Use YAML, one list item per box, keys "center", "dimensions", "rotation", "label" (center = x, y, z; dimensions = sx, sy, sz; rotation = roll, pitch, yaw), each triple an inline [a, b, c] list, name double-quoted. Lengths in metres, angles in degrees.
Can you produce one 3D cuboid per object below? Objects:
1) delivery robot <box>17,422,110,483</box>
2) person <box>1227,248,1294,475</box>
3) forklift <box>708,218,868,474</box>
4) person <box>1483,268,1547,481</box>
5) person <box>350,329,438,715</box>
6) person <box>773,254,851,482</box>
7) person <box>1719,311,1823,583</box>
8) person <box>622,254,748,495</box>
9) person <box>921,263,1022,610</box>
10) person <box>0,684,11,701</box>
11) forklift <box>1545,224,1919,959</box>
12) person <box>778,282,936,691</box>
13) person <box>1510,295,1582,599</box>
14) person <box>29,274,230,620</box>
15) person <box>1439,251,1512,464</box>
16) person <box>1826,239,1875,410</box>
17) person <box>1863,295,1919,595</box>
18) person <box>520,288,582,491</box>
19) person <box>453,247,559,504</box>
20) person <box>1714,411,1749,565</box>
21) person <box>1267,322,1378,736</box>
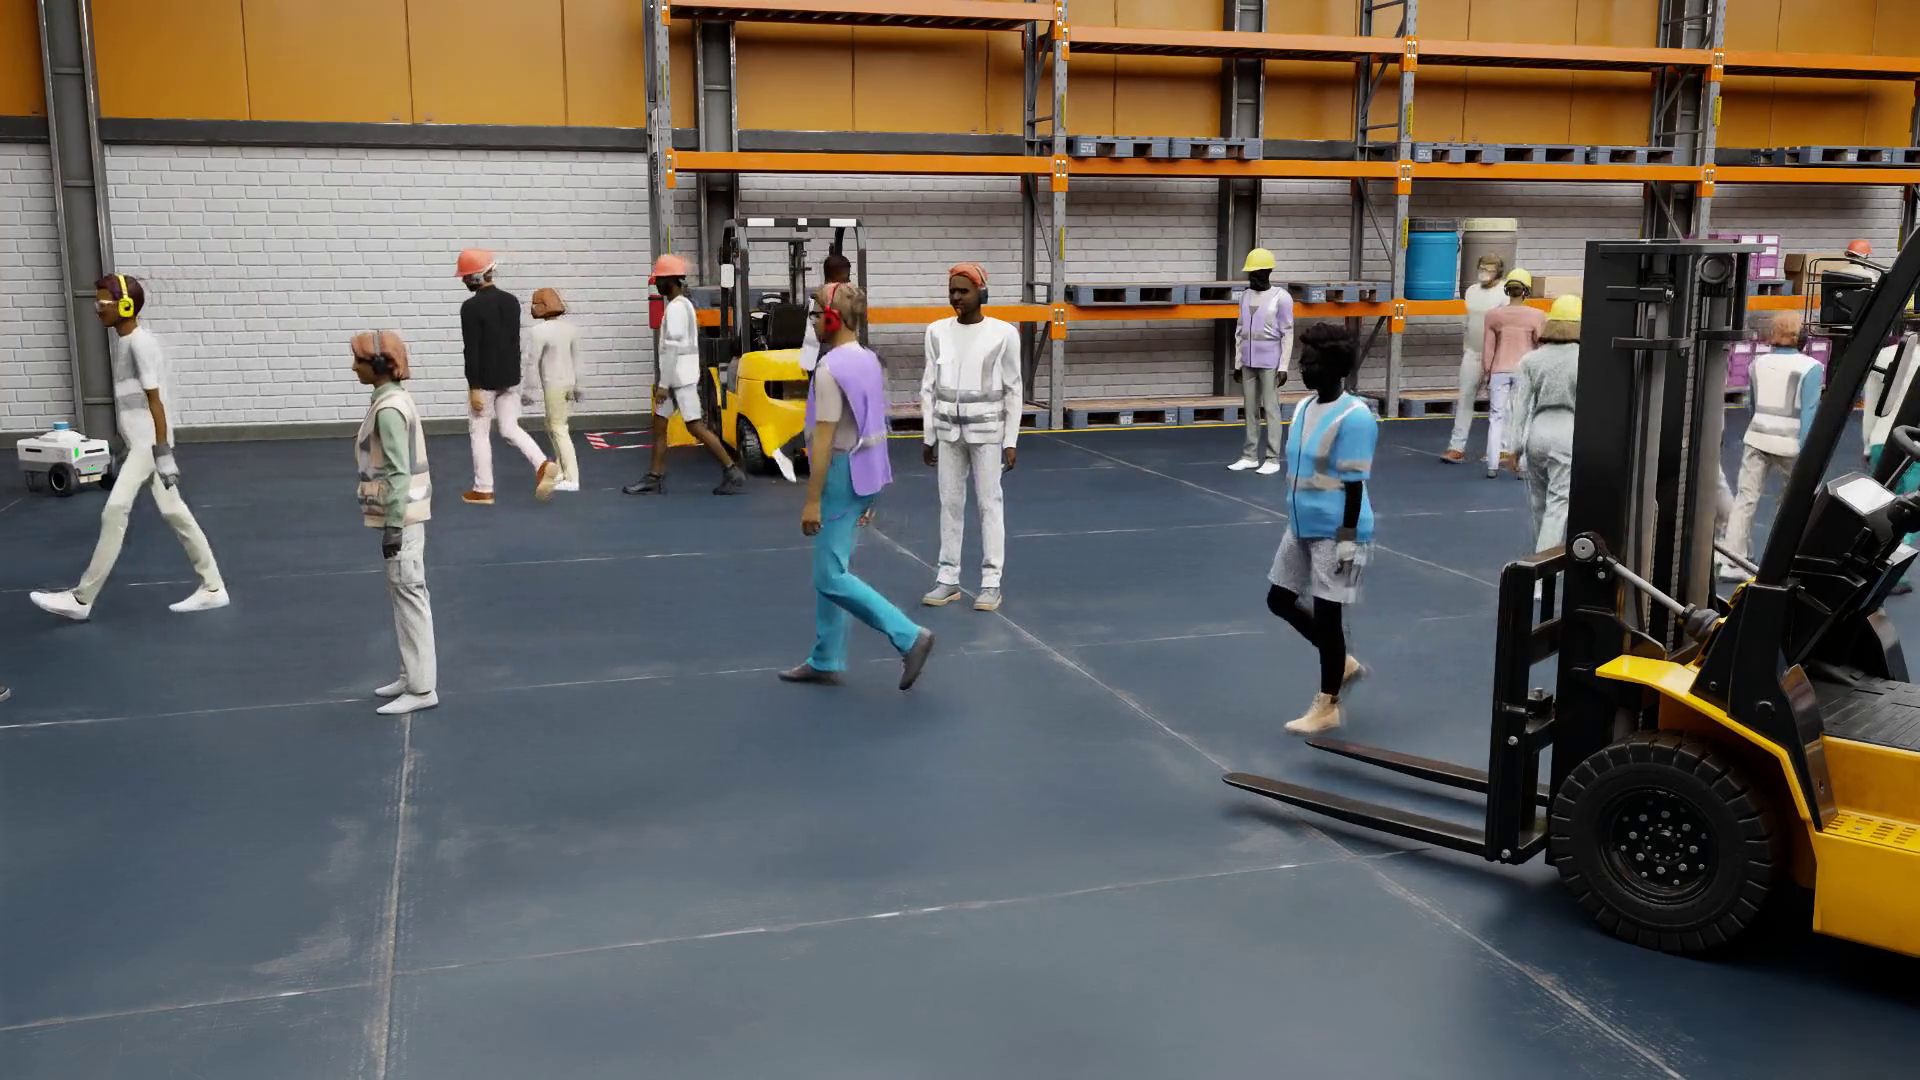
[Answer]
- center: [-7.113, -0.693, 13.190]
  dimensions: [0.707, 0.478, 0.477]
  rotation: [5, 11, 23]
  label: "delivery robot"
- center: [2.565, -1.522, 14.237]
  dimensions: [0.384, 1.922, 0.594]
  rotation: [-8, 13, -36]
  label: "person"
- center: [-1.522, -1.778, 14.899]
  dimensions: [1.214, 2.155, 2.313]
  rotation: [-3, 11, -17]
  label: "forklift"
- center: [4.622, -1.376, 13.879]
  dimensions: [0.523, 1.766, 0.315]
  rotation: [6, 12, 30]
  label: "person"
- center: [-2.410, -0.077, 7.101]
  dimensions: [0.310, 1.636, 0.523]
  rotation: [-3, 11, -18]
  label: "person"
- center: [-1.166, -1.365, 13.486]
  dimensions: [0.626, 1.890, 0.609]
  rotation: [-2, 11, -12]
  label: "person"
- center: [4.837, -0.541, 9.759]
  dimensions: [0.890, 1.582, 0.520]
  rotation: [-5, 11, -25]
  label: "person"
- center: [-2.135, -1.277, 12.971]
  dimensions: [0.962, 1.900, 0.550]
  rotation: [-2, 10, -9]
  label: "person"
- center: [0.054, -0.555, 9.052]
  dimensions: [0.576, 1.881, 0.354]
  rotation: [5, 11, 25]
  label: "person"
- center: [-4.392, -0.180, 7.168]
  dimensions: [0.592, 1.825, 0.403]
  rotation: [9, 14, 41]
  label: "person"
- center: [2.909, 0.117, 4.508]
  dimensions: [2.313, 2.155, 1.214]
  rotation: [9, 14, 40]
  label: "forklift"
- center: [-0.476, -0.218, 7.344]
  dimensions: [0.706, 1.826, 0.582]
  rotation: [2, 11, 12]
  label: "person"
- center: [3.403, -0.536, 9.453]
  dimensions: [0.486, 1.693, 0.906]
  rotation: [8, 13, 36]
  label: "person"
- center: [-4.421, -0.481, 8.791]
  dimensions: [0.979, 1.821, 0.557]
  rotation: [-5, 12, -27]
  label: "person"
- center: [4.619, -1.589, 14.694]
  dimensions: [0.896, 1.887, 0.658]
  rotation: [-6, 12, -31]
  label: "person"
- center: [10.467, -2.524, 19.532]
  dimensions: [0.378, 1.996, 0.610]
  rotation: [-4, 11, -23]
  label: "person"
- center: [5.214, -0.513, 9.212]
  dimensions: [0.671, 1.736, 0.532]
  rotation: [-8, 13, -37]
  label: "person"
- center: [-3.269, -1.199, 13.306]
  dimensions: [0.539, 1.612, 0.514]
  rotation: [3, 11, 18]
  label: "person"
- center: [-3.438, -1.210, 12.458]
  dimensions: [0.832, 1.949, 0.618]
  rotation: [6, 12, 30]
  label: "person"
- center: [4.435, -0.747, 10.194]
  dimensions: [0.972, 1.857, 0.650]
  rotation: [3, 11, 17]
  label: "person"
- center: [1.492, -0.037, 6.757]
  dimensions: [0.392, 1.688, 0.536]
  rotation: [-4, 11, -21]
  label: "person"
